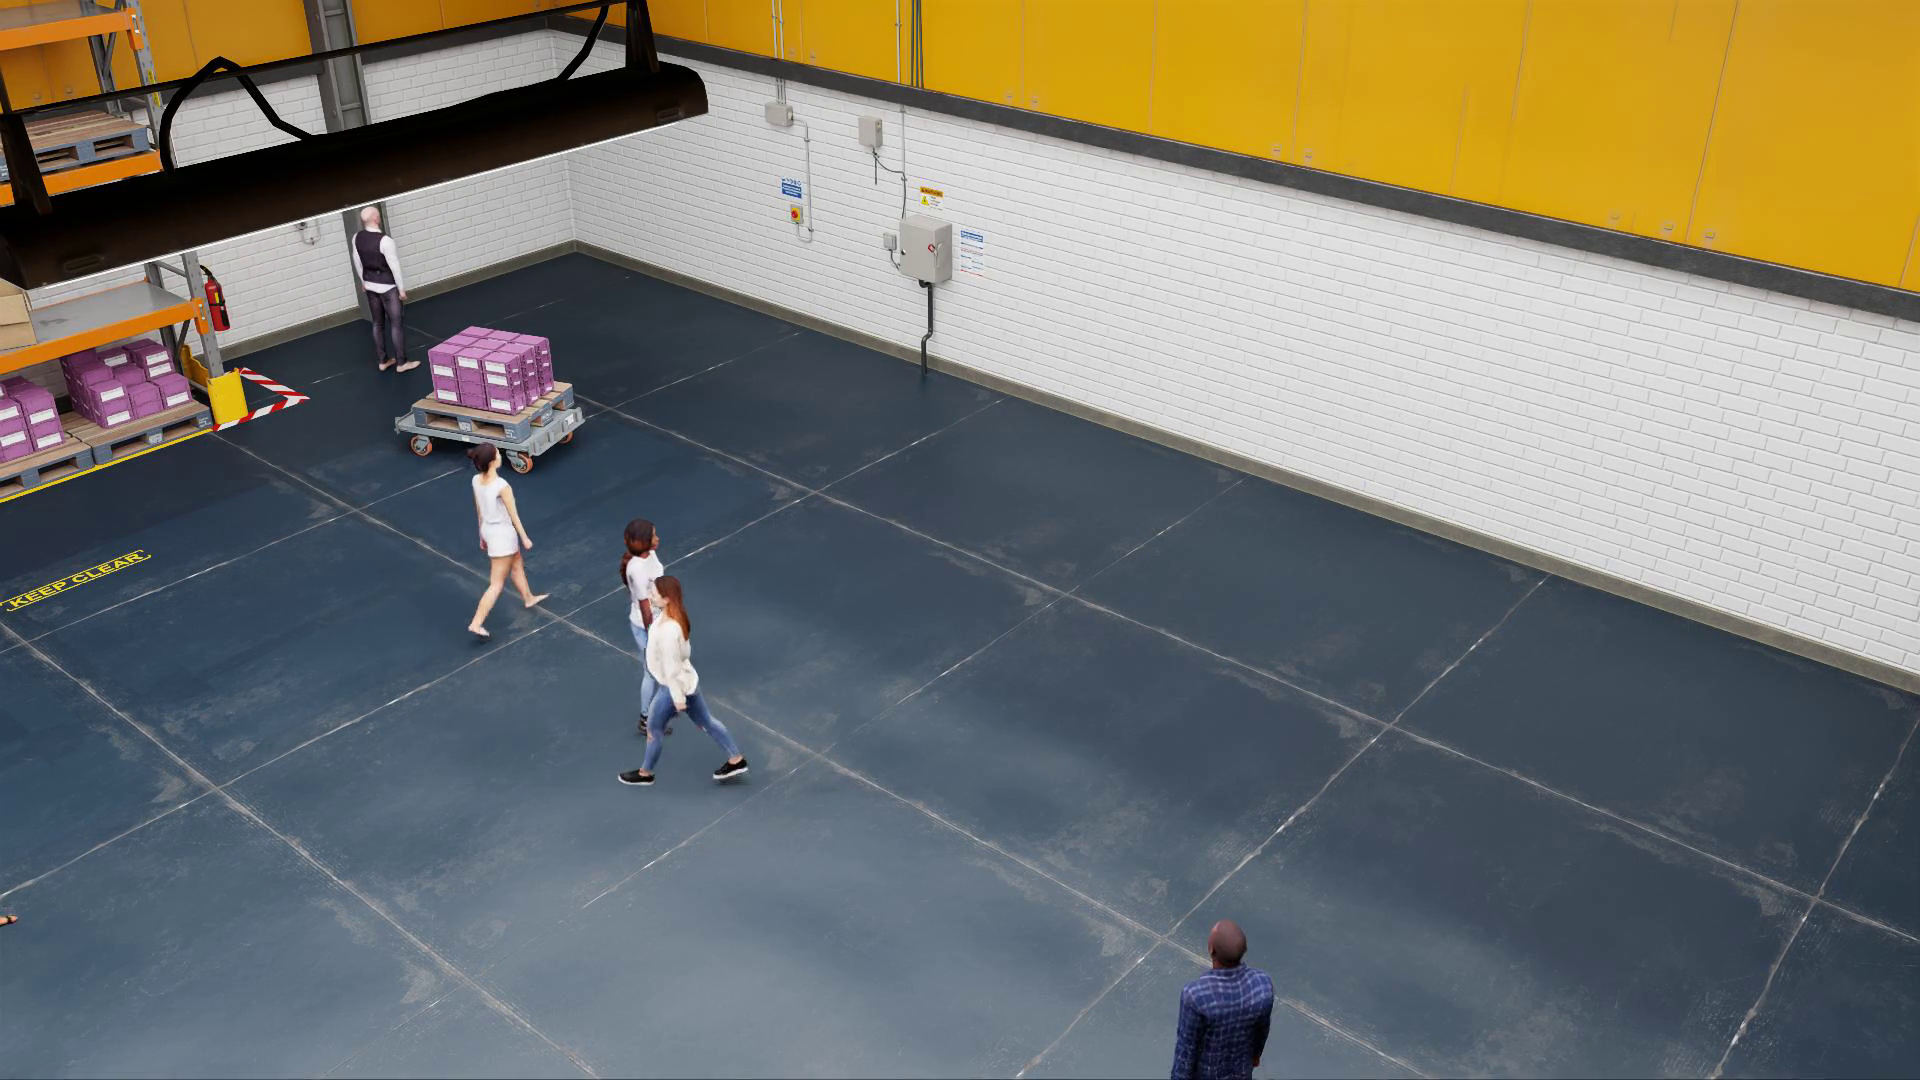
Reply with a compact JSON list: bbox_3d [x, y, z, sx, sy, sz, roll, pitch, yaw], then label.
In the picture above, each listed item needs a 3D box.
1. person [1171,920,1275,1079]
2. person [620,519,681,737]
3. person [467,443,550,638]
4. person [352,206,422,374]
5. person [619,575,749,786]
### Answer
[{"bbox_3d":[1.275,2.672,8.114,1.146,1.788,1.156,-5,29,-10],"label":"person"},{"bbox_3d":[-2.240,0.609,11.965,0.709,1.720,0.644,-2,29,-3],"label":"person"},{"bbox_3d":[-3.707,0.019,13.203,0.555,1.571,1.056,22,36,35],"label":"person"},{"bbox_3d":[-6.226,-2.700,17.926,0.765,1.822,0.716,10,30,17],"label":"person"},{"bbox_3d":[-1.841,0.997,11.332,1.161,1.647,1.142,-1,29,-2],"label":"person"}]
